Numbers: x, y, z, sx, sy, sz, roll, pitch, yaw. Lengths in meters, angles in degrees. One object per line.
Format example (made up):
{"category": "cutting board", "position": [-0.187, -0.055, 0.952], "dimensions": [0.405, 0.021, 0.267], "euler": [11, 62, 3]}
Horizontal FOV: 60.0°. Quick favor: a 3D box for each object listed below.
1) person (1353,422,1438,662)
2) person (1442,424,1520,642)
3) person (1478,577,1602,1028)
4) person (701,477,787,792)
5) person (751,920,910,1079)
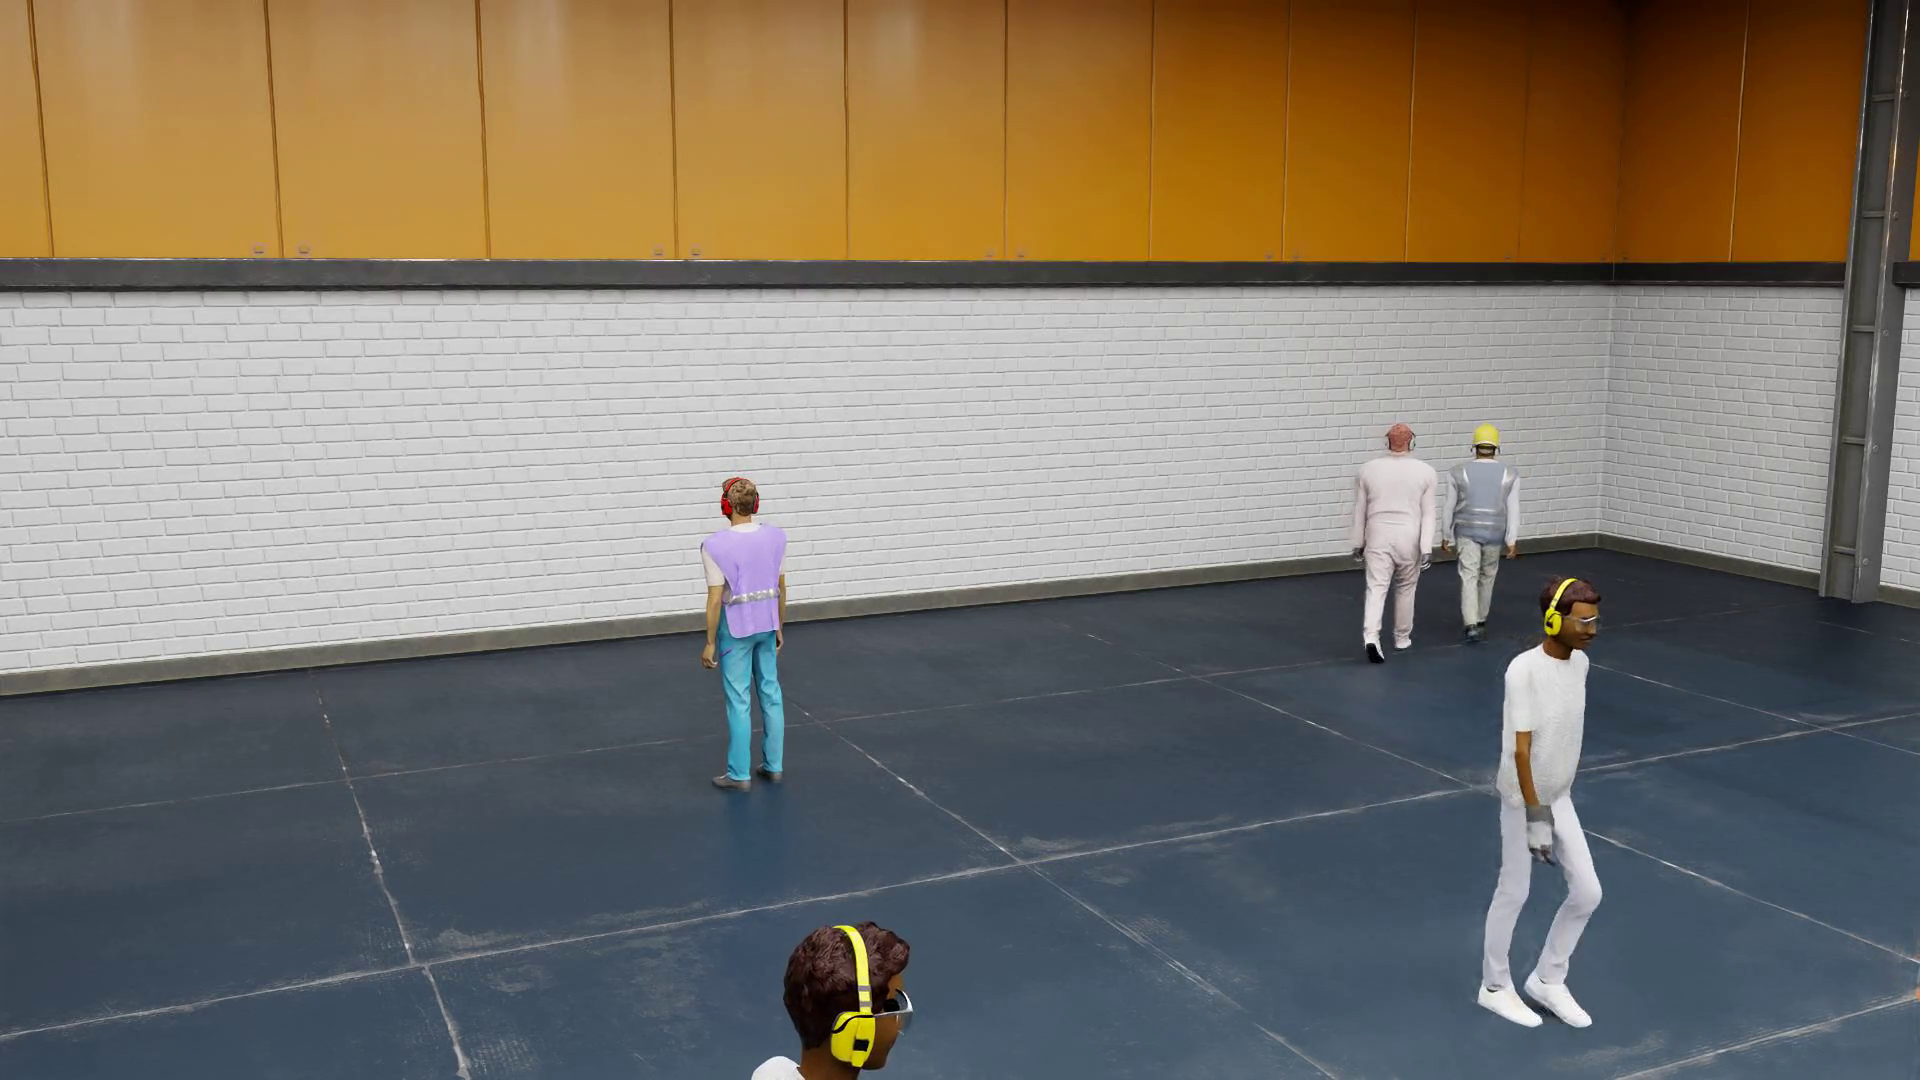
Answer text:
{"category": "person", "position": [3.395, 0.014, 13.063], "dimensions": [0.654, 1.867, 0.976], "euler": [4, 10, 23]}
{"category": "person", "position": [4.297, -0.065, 13.747], "dimensions": [0.601, 1.795, 0.900], "euler": [2, 9, 12]}
{"category": "person", "position": [2.346, 1.059, 6.613], "dimensions": [0.529, 1.839, 0.581], "euler": [-5, 11, -31]}
{"category": "person", "position": [-1.248, 0.554, 9.729], "dimensions": [0.564, 1.847, 0.395], "euler": [-8, 12, -40]}
{"category": "person", "position": [-0.259, 1.620, 3.134], "dimensions": [0.367, 1.849, 0.496], "euler": [-4, 10, -22]}
